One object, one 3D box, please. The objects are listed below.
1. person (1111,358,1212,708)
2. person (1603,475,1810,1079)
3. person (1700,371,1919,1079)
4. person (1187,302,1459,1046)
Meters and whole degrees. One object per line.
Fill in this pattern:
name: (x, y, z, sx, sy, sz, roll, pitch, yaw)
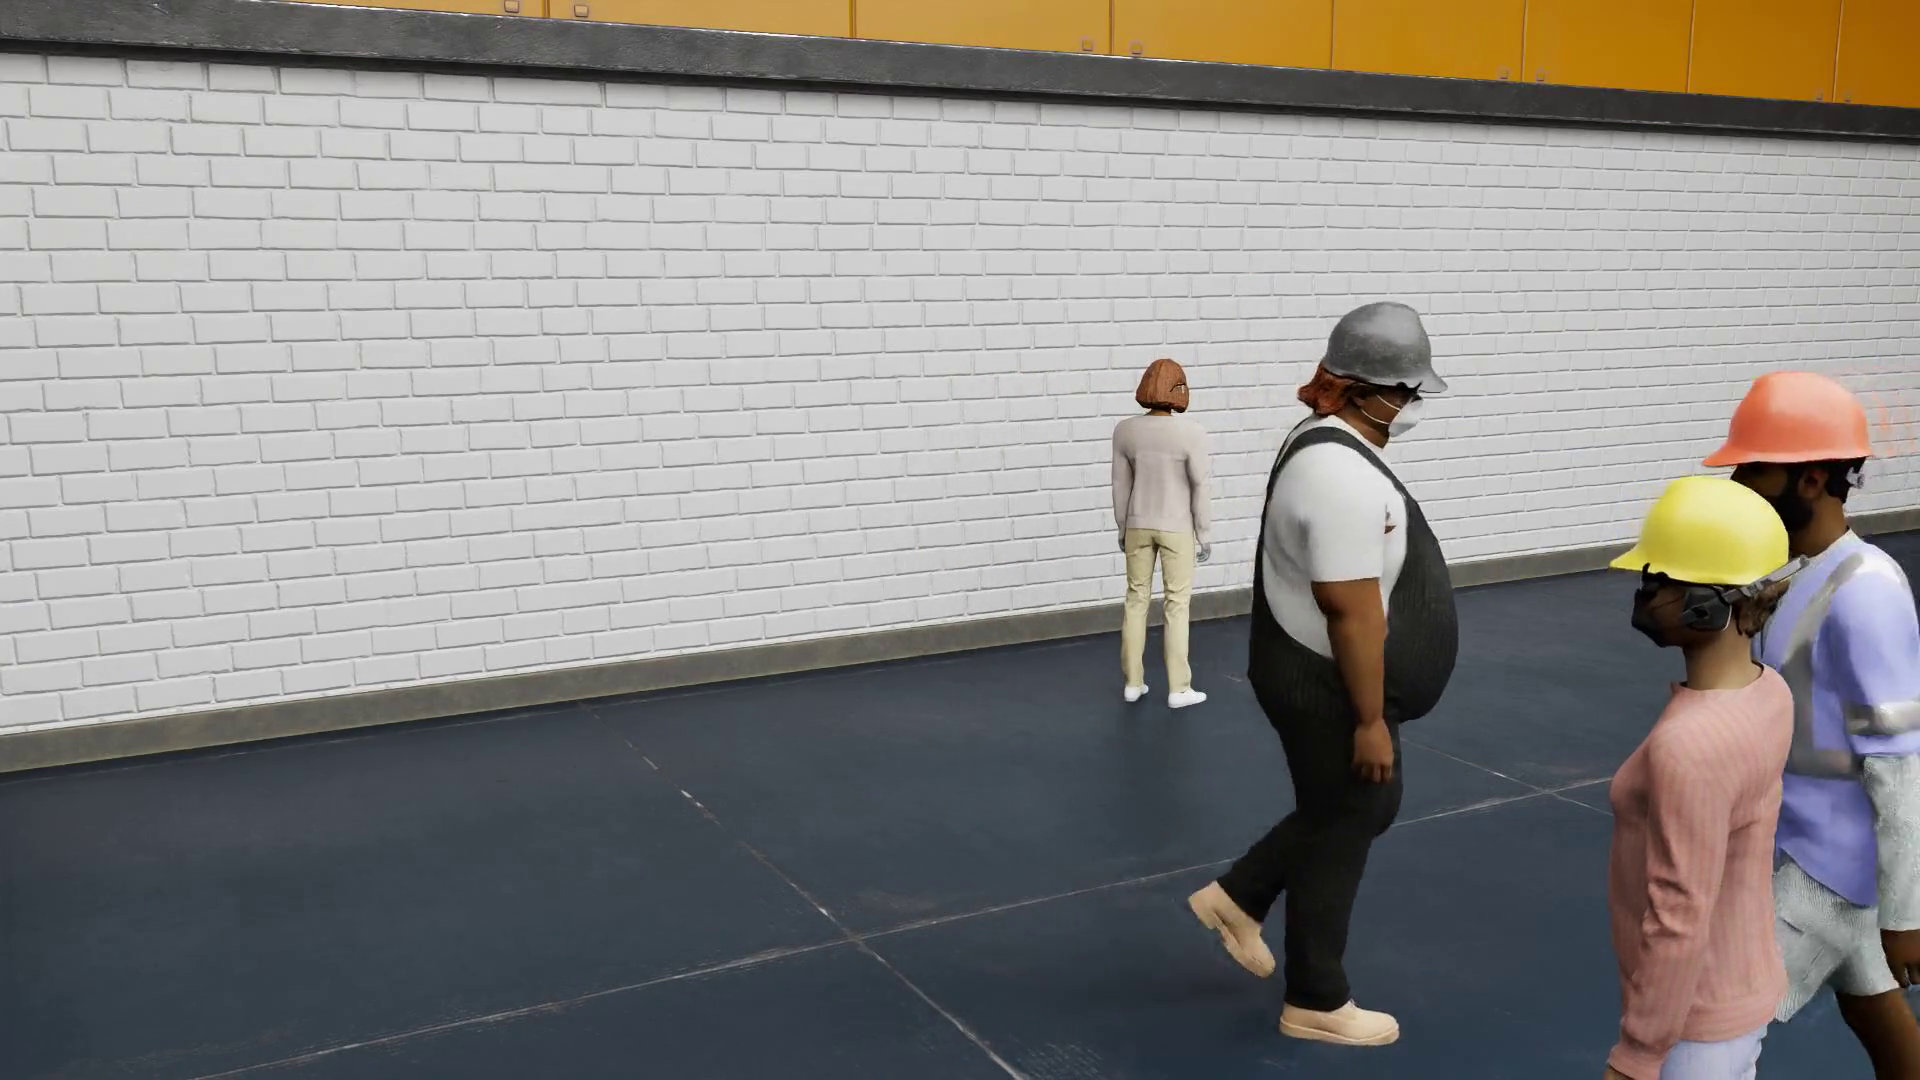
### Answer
person: (0.944, -0.031, 7.790, 0.500, 1.633, 0.285, 6, 12, 32)
person: (1.207, 0.771, 2.791, 0.306, 1.770, 0.525, 7, 12, 35)
person: (1.656, 0.607, 3.393, 0.992, 1.880, 0.555, 3, 10, 17)
person: (1.002, 0.351, 4.421, 0.612, 2.000, 0.693, 2, 10, 10)
